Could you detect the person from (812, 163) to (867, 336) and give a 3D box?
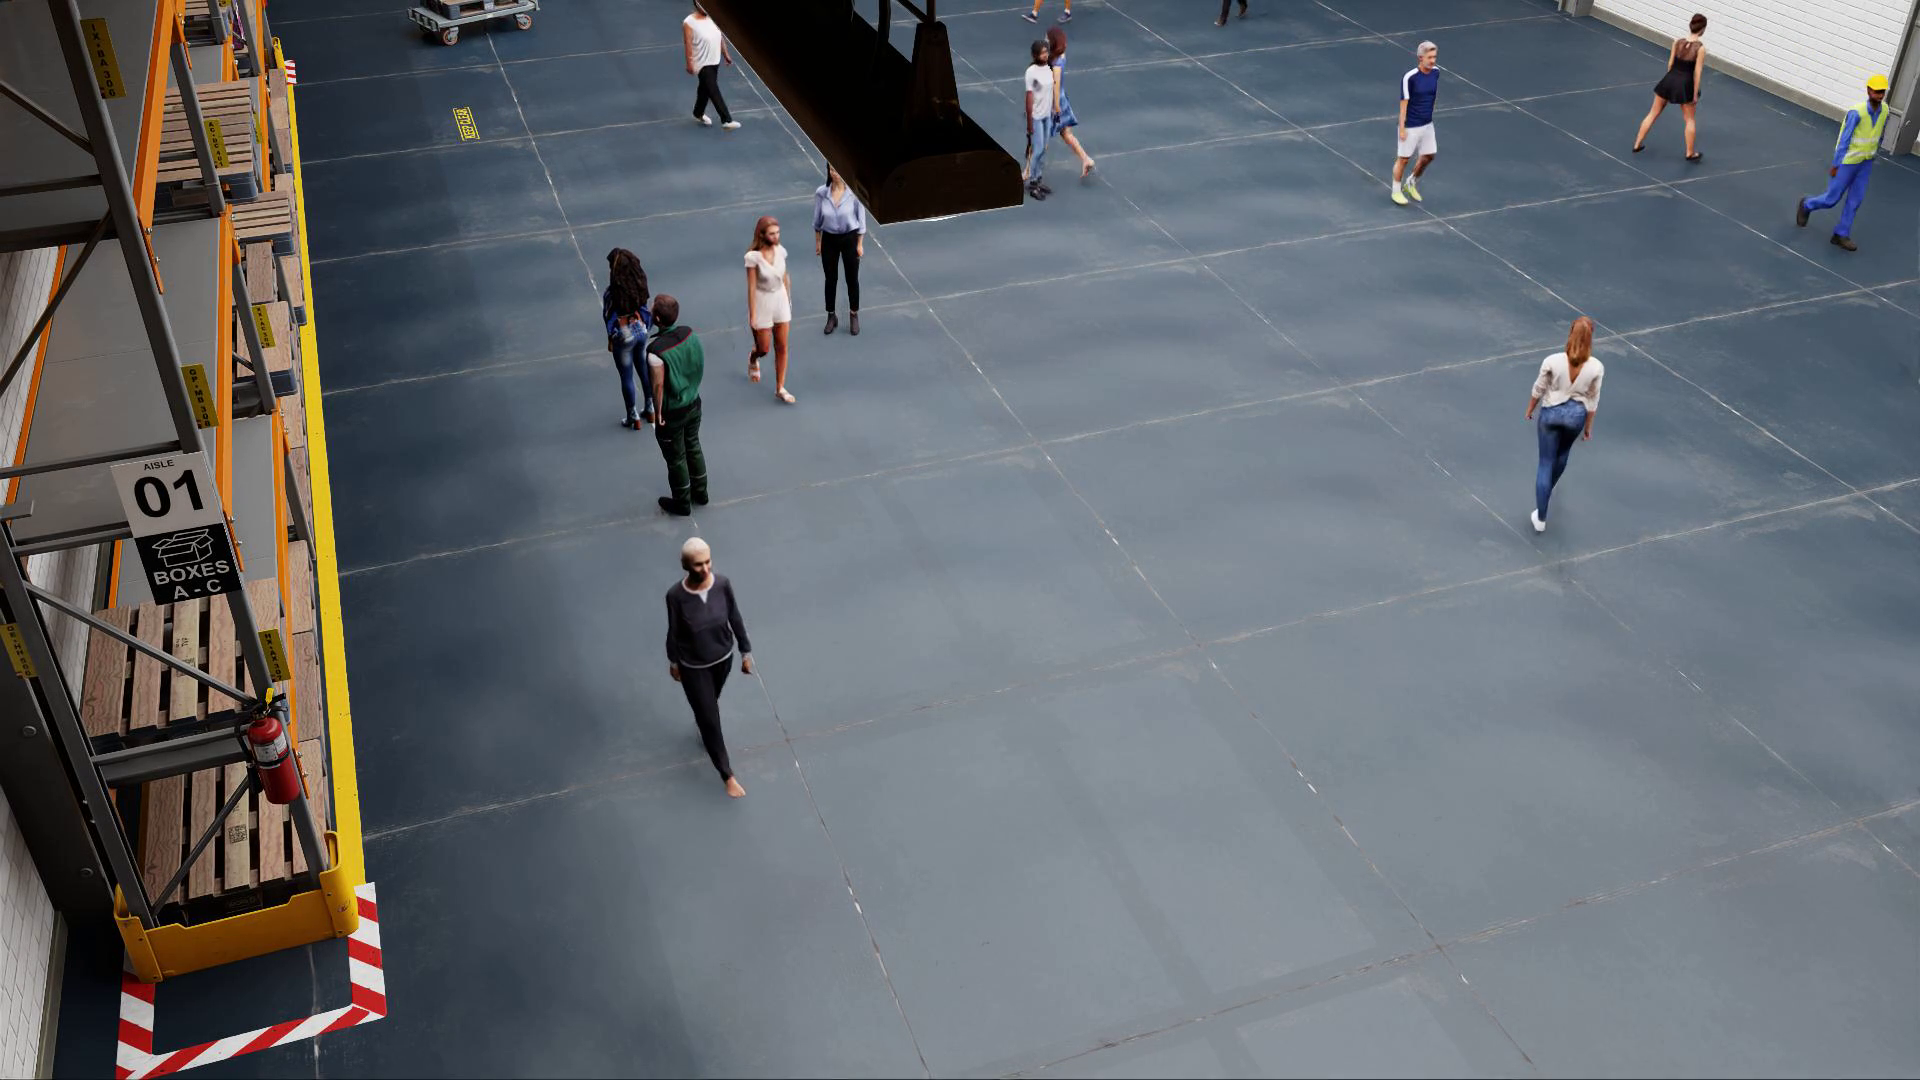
[{"bbox_3d":[-1.105,-2.739,15.417,0.728,1.743,0.709,3,34,4],"label":"person"}]

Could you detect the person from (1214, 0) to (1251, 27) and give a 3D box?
[{"bbox_3d":[3.964,-8.276,23.757,0.985,1.732,1.108,-2,34,-3],"label":"person"}]

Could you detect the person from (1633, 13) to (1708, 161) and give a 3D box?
[{"bbox_3d":[8.346,-5.219,19.236,1.016,1.646,0.834,-26,42,-34],"label":"person"}]

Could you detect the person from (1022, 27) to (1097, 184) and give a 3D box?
[{"bbox_3d":[1.118,-4.788,18.475,1.084,1.770,1.176,6,34,9],"label":"person"}]

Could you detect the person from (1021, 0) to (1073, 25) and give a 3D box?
[{"bbox_3d":[1.447,-8.230,23.685,0.966,1.735,1.116,-27,42,-34],"label":"person"}]

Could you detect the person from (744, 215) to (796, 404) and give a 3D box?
[{"bbox_3d":[-1.686,-2.025,14.394,0.715,1.687,0.906,-21,39,-29],"label":"person"}]

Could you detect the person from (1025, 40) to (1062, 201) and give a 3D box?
[{"bbox_3d":[0.856,-4.652,18.316,0.767,1.721,0.735,23,40,31],"label":"person"}]

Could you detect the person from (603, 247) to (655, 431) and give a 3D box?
[{"bbox_3d":[-2.776,-1.705,13.969,0.705,1.624,0.693,26,41,33],"label":"person"}]

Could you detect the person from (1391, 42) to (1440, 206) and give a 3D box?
[{"bbox_3d":[4.894,-4.549,18.070,0.677,1.822,0.624,-14,36,-20],"label":"person"}]

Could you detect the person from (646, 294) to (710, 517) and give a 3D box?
[{"bbox_3d":[-2.176,-1.049,12.786,0.749,1.842,0.725,22,40,30],"label":"person"}]

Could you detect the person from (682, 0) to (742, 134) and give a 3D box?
[{"bbox_3d":[-3.101,-5.782,20.083,1.179,1.646,1.051,20,38,27],"label":"person"}]

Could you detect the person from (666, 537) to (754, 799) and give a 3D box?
[{"bbox_3d":[-1.605,0.689,10.318,0.798,1.680,1.154,-19,38,-26],"label":"person"}]

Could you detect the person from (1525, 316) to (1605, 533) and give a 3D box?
[{"bbox_3d":[4.560,-0.841,12.614,0.973,1.685,1.131,6,34,10],"label":"person"}]

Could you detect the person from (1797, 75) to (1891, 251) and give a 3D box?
[{"bbox_3d":[9.173,-3.932,17.167,0.675,1.793,0.993,-10,35,-15],"label":"person"}]
